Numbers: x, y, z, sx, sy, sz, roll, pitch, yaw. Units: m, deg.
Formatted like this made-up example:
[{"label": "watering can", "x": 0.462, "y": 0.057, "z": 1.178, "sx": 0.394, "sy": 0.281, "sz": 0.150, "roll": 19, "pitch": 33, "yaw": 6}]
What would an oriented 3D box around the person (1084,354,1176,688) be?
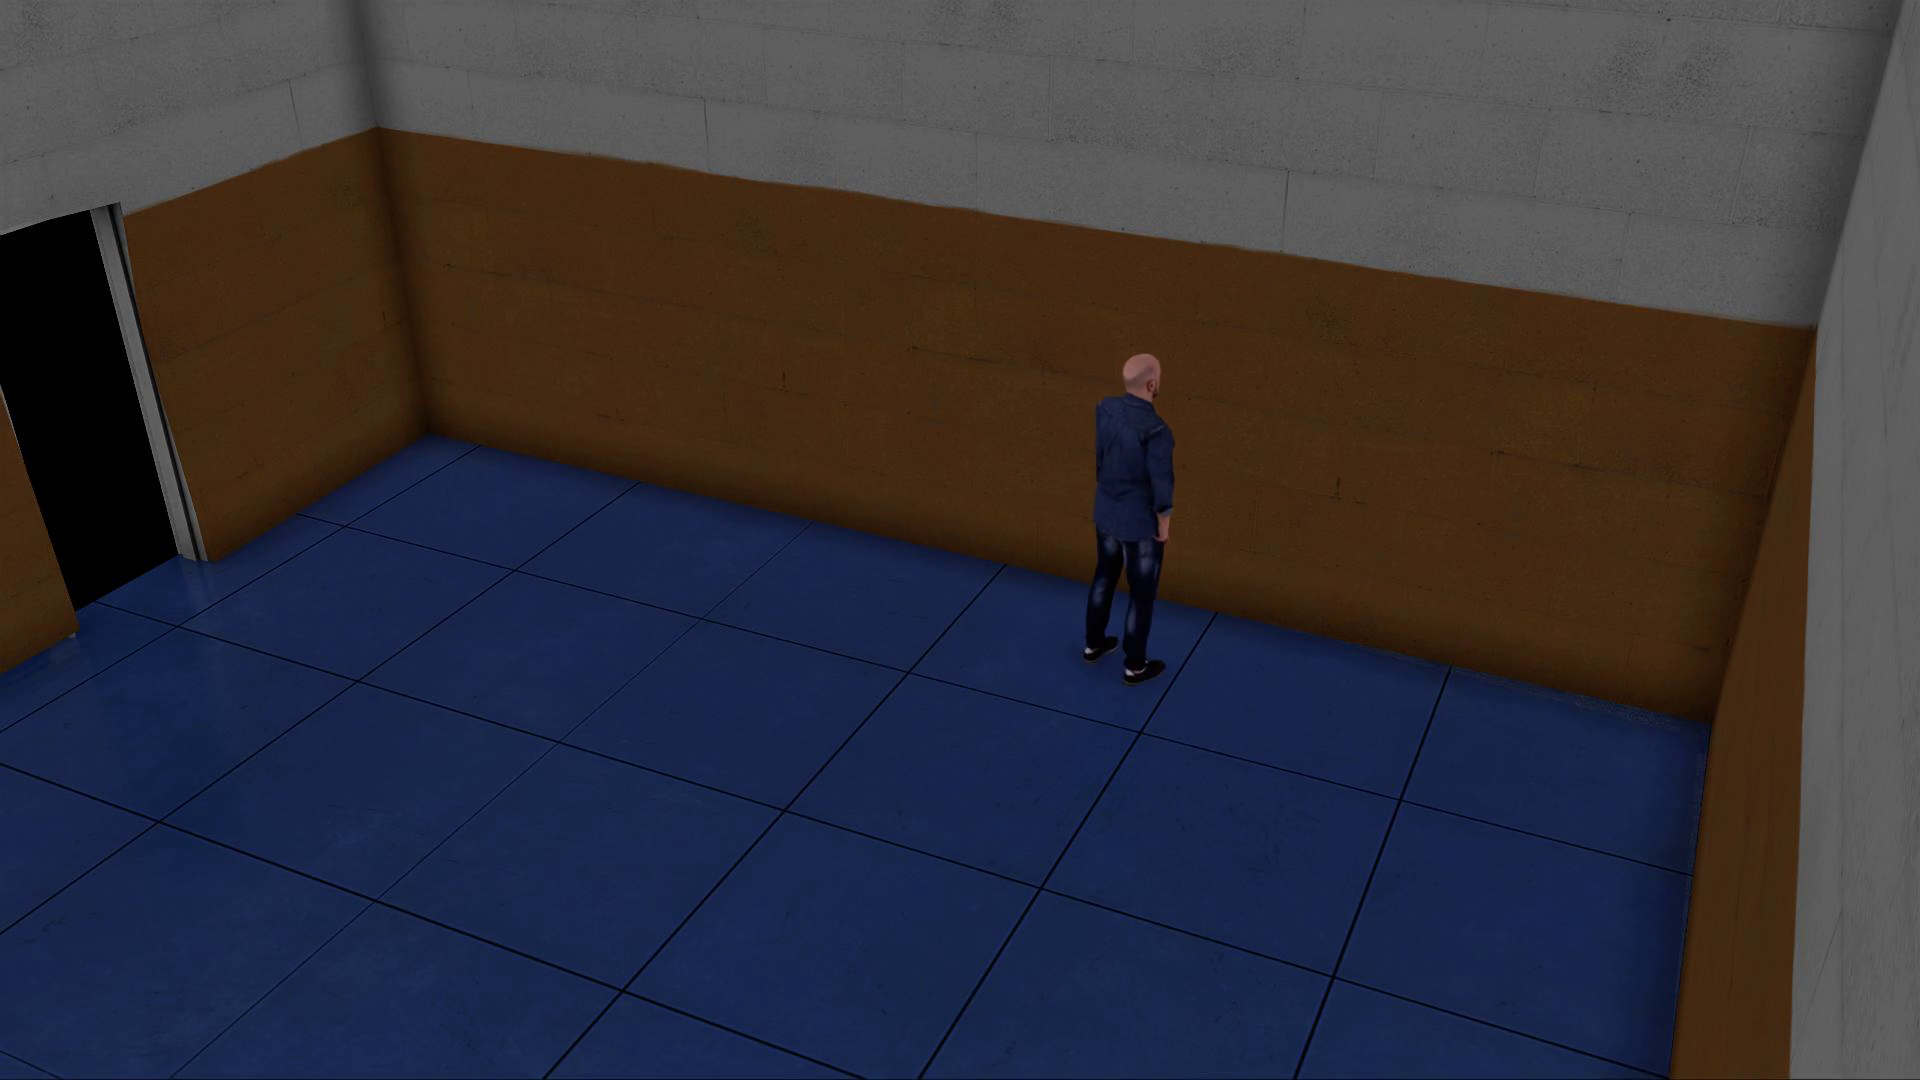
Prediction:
[{"label": "person", "x": 0.887, "y": -0.107, "z": 8.677, "sx": 0.845, "sy": 1.820, "sz": 0.683, "roll": -23, "pitch": 36, "yaw": -35}]
